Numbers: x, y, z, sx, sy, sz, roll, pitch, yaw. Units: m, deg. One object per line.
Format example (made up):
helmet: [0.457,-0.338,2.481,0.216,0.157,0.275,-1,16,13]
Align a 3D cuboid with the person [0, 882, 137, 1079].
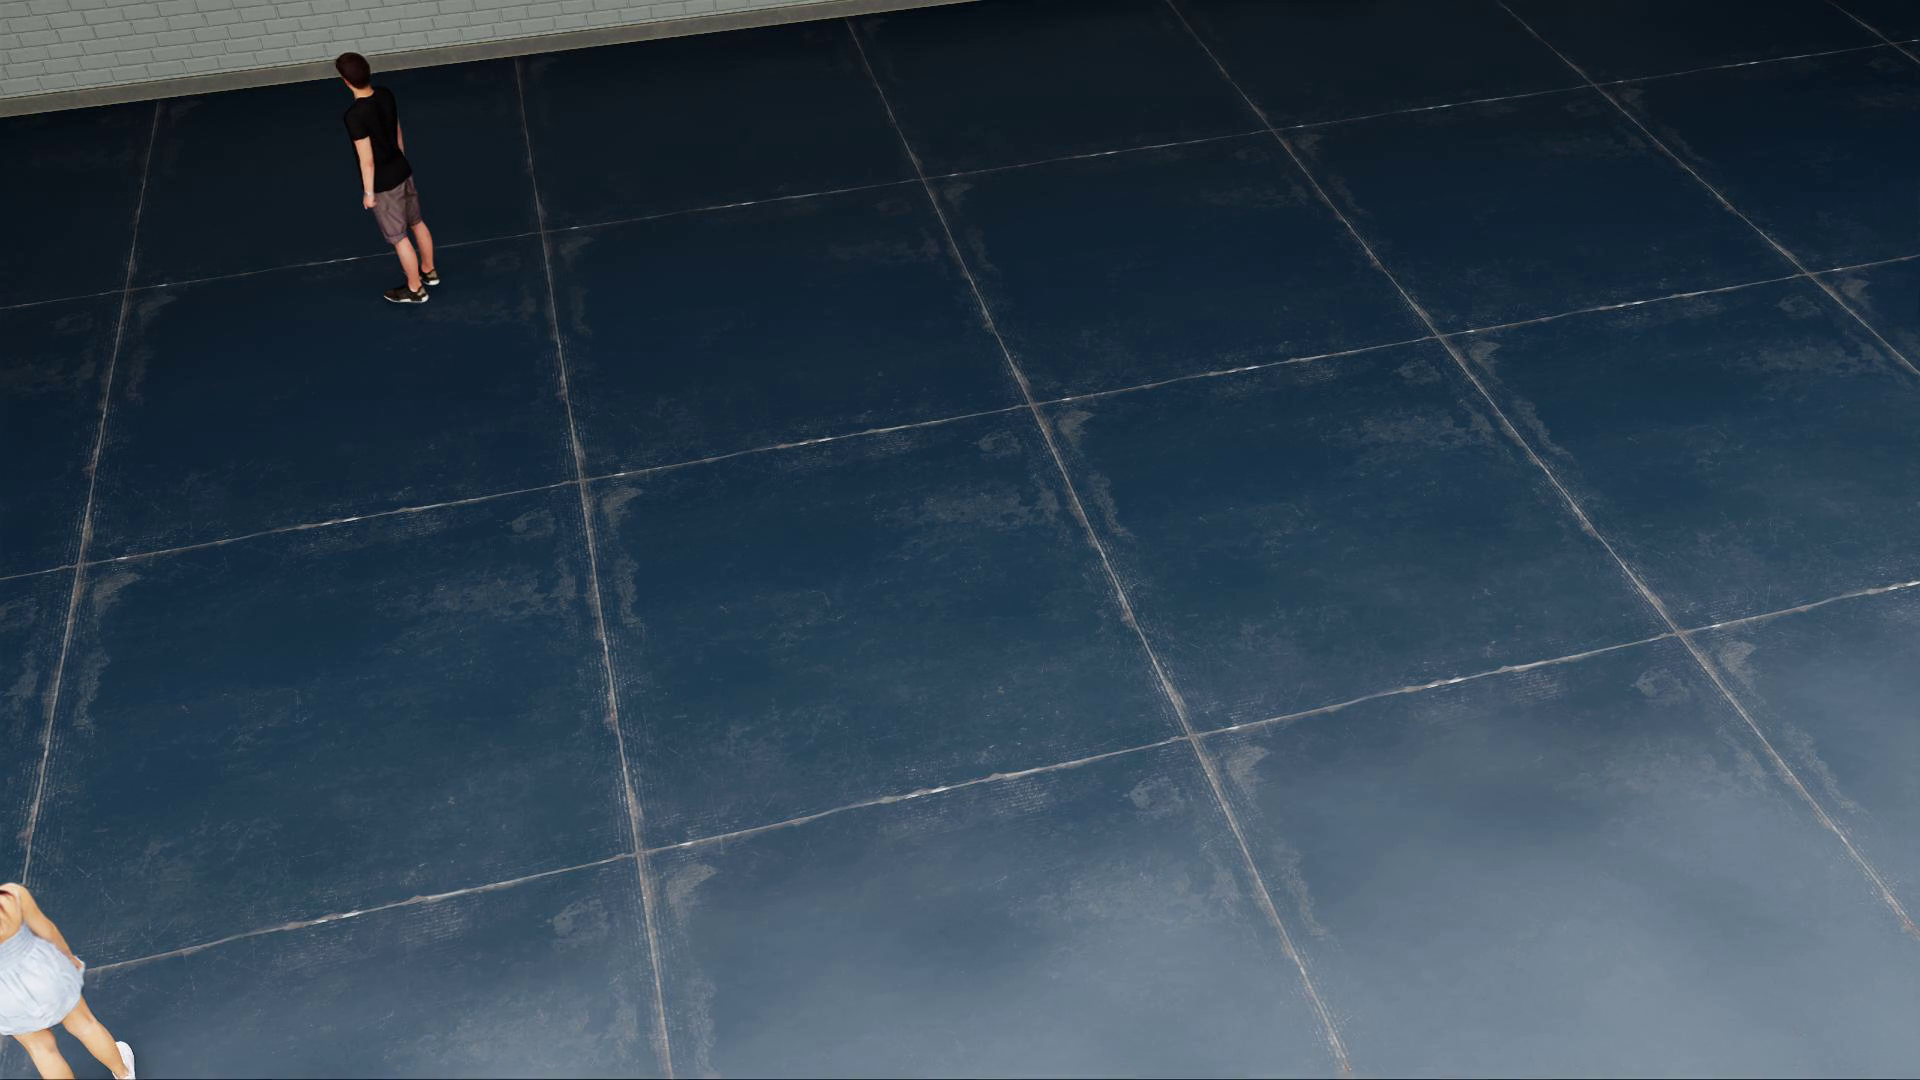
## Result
person: [-3.904,1.854,6.934,0.668,1.729,0.673,-32,52,-30]

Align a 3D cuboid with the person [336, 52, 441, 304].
person: [-3.956,-2.505,11.505,0.823,1.861,0.708,11,44,12]
